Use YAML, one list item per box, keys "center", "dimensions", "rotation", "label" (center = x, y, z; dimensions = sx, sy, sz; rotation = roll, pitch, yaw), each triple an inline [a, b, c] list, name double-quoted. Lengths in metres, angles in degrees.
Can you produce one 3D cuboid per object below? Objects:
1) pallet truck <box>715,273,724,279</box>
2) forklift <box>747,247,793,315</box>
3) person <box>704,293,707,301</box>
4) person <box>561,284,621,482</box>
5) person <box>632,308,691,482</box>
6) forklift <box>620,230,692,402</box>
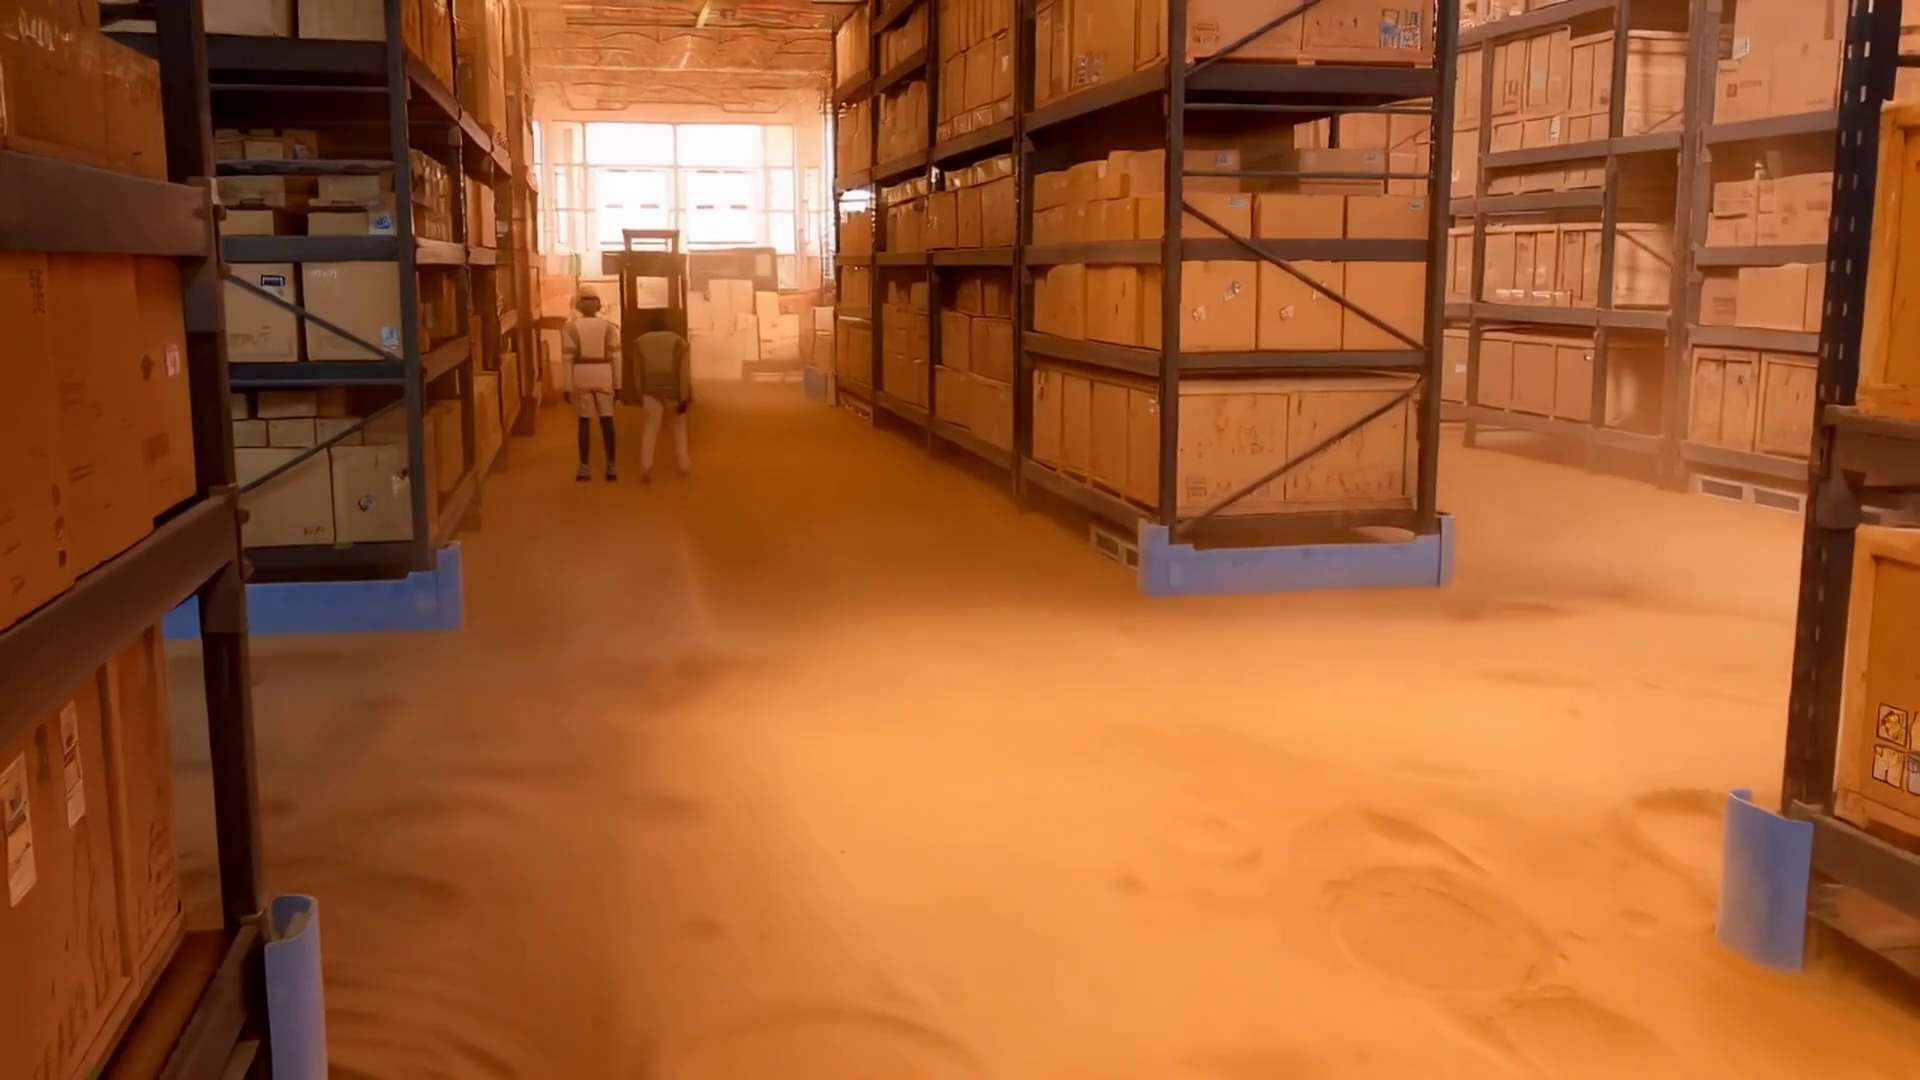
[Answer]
- center: [-8.580, -8.986, 62.280]
  dimensions: [1.885, 1.965, 0.823]
  rotation: [1, 9, 5]
  label: "pallet truck"
- center: [-6.009, -7.555, 50.877]
  dimensions: [1.129, 2.768, 1.873]
  rotation: [-7, 12, -38]
  label: "forklift"
- center: [-6.175, -5.627, 42.045]
  dimensions: [0.590, 1.919, 0.395]
  rotation: [-5, 11, -29]
  label: "person"
- center: [-3.823, -1.623, 17.261]
  dimensions: [0.605, 2.045, 0.377]
  rotation: [-4, 10, -22]
  label: "person"
- center: [-3.097, -1.511, 17.335]
  dimensions: [0.624, 1.805, 0.838]
  rotation: [0, 9, 2]
  label: "person"
- center: [-5.117, -3.756, 27.718]
  dimensions: [1.129, 2.768, 1.873]
  rotation: [-2, 10, -12]
  label: "forklift"
